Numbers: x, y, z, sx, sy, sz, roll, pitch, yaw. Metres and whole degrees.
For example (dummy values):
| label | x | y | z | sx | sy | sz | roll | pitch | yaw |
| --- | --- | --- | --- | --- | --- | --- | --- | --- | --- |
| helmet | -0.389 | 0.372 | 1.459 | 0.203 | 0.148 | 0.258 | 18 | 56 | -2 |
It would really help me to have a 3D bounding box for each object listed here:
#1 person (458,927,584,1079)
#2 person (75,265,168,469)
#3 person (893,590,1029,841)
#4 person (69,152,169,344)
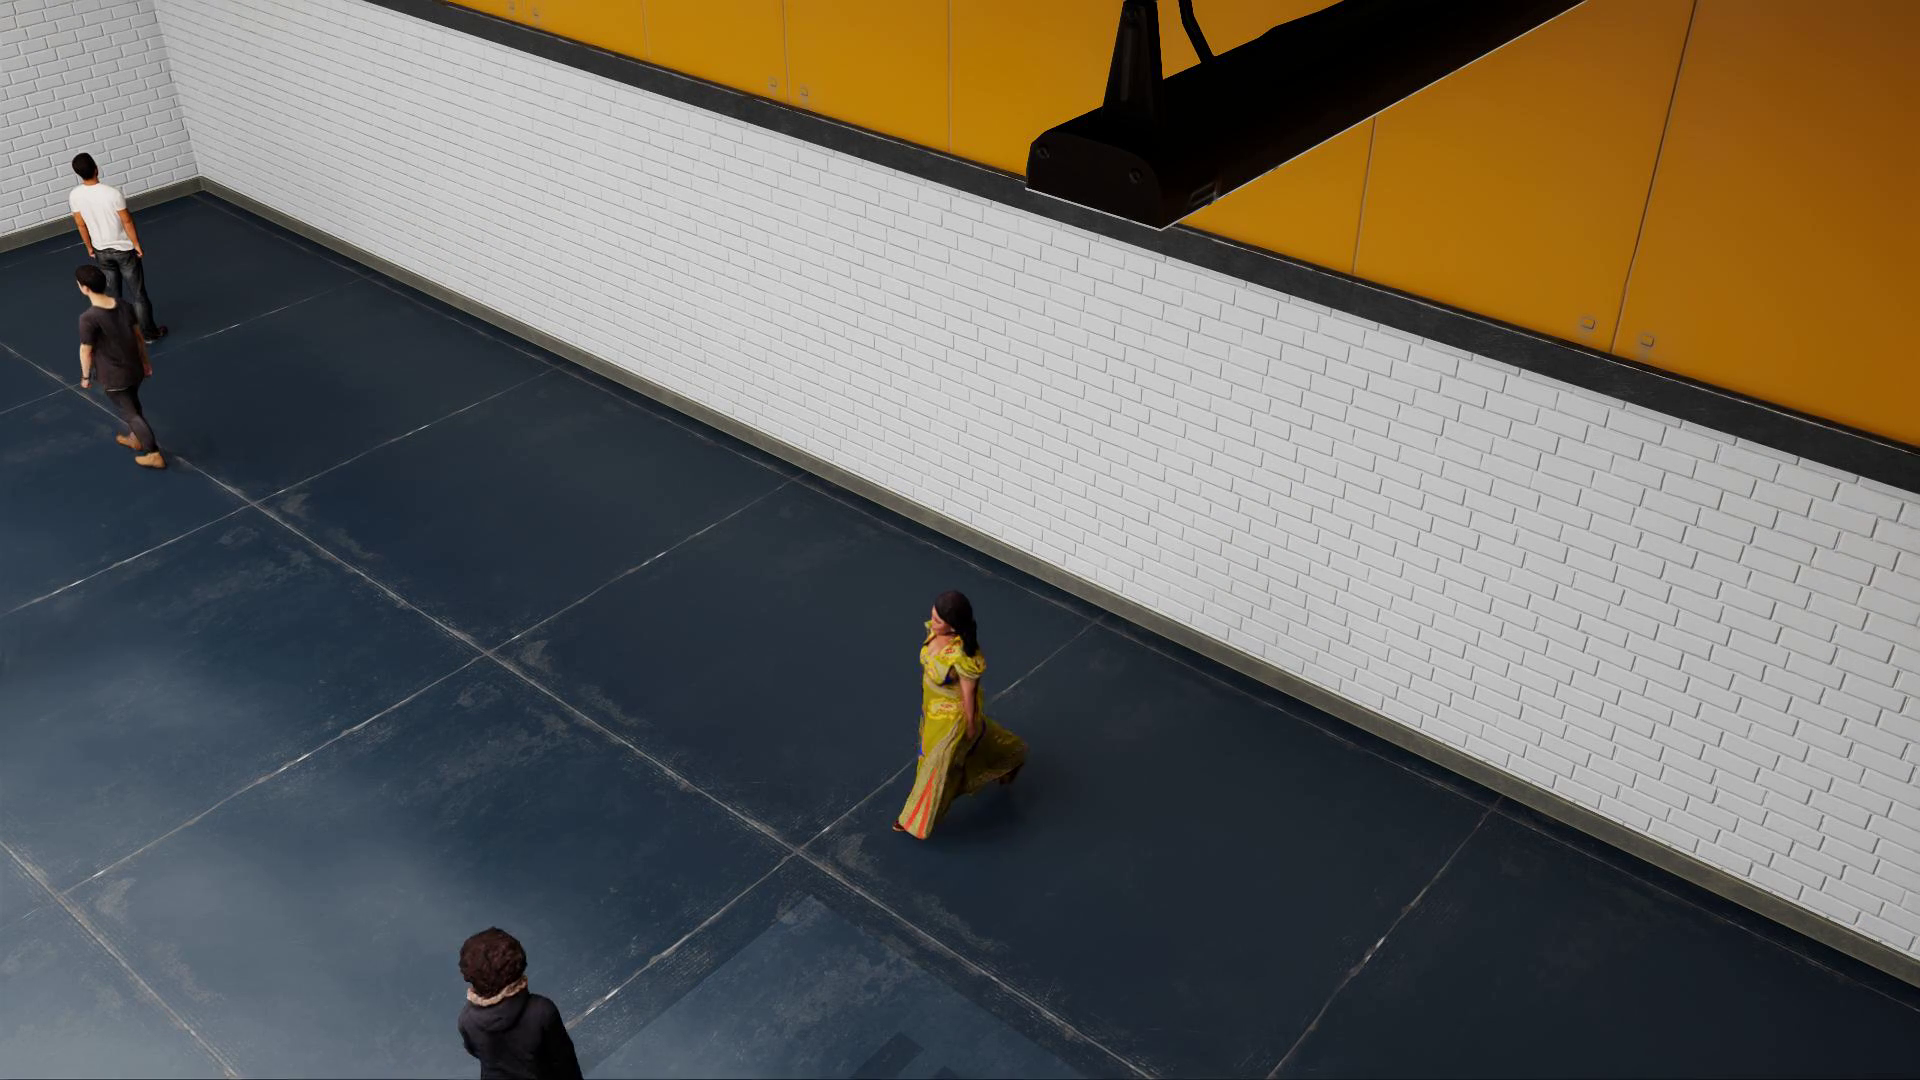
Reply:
| label | x | y | z | sx | sy | sz | roll | pitch | yaw |
| --- | --- | --- | --- | --- | --- | --- | --- | --- | --- |
| person | -1.907 | 2.510 | 7.324 | 1.102 | 1.720 | 1.125 | -4 | 34 | -5 |
| person | -6.578 | -1.336 | 13.140 | 0.853 | 1.687 | 0.896 | 12 | 35 | 17 |
| person | 0.032 | 0.968 | 9.741 | 1.289 | 1.623 | 1.046 | -13 | 36 | -19 |
| person | -7.626 | -2.618 | 14.974 | 0.716 | 1.804 | 0.766 | -1 | 34 | -2 |
